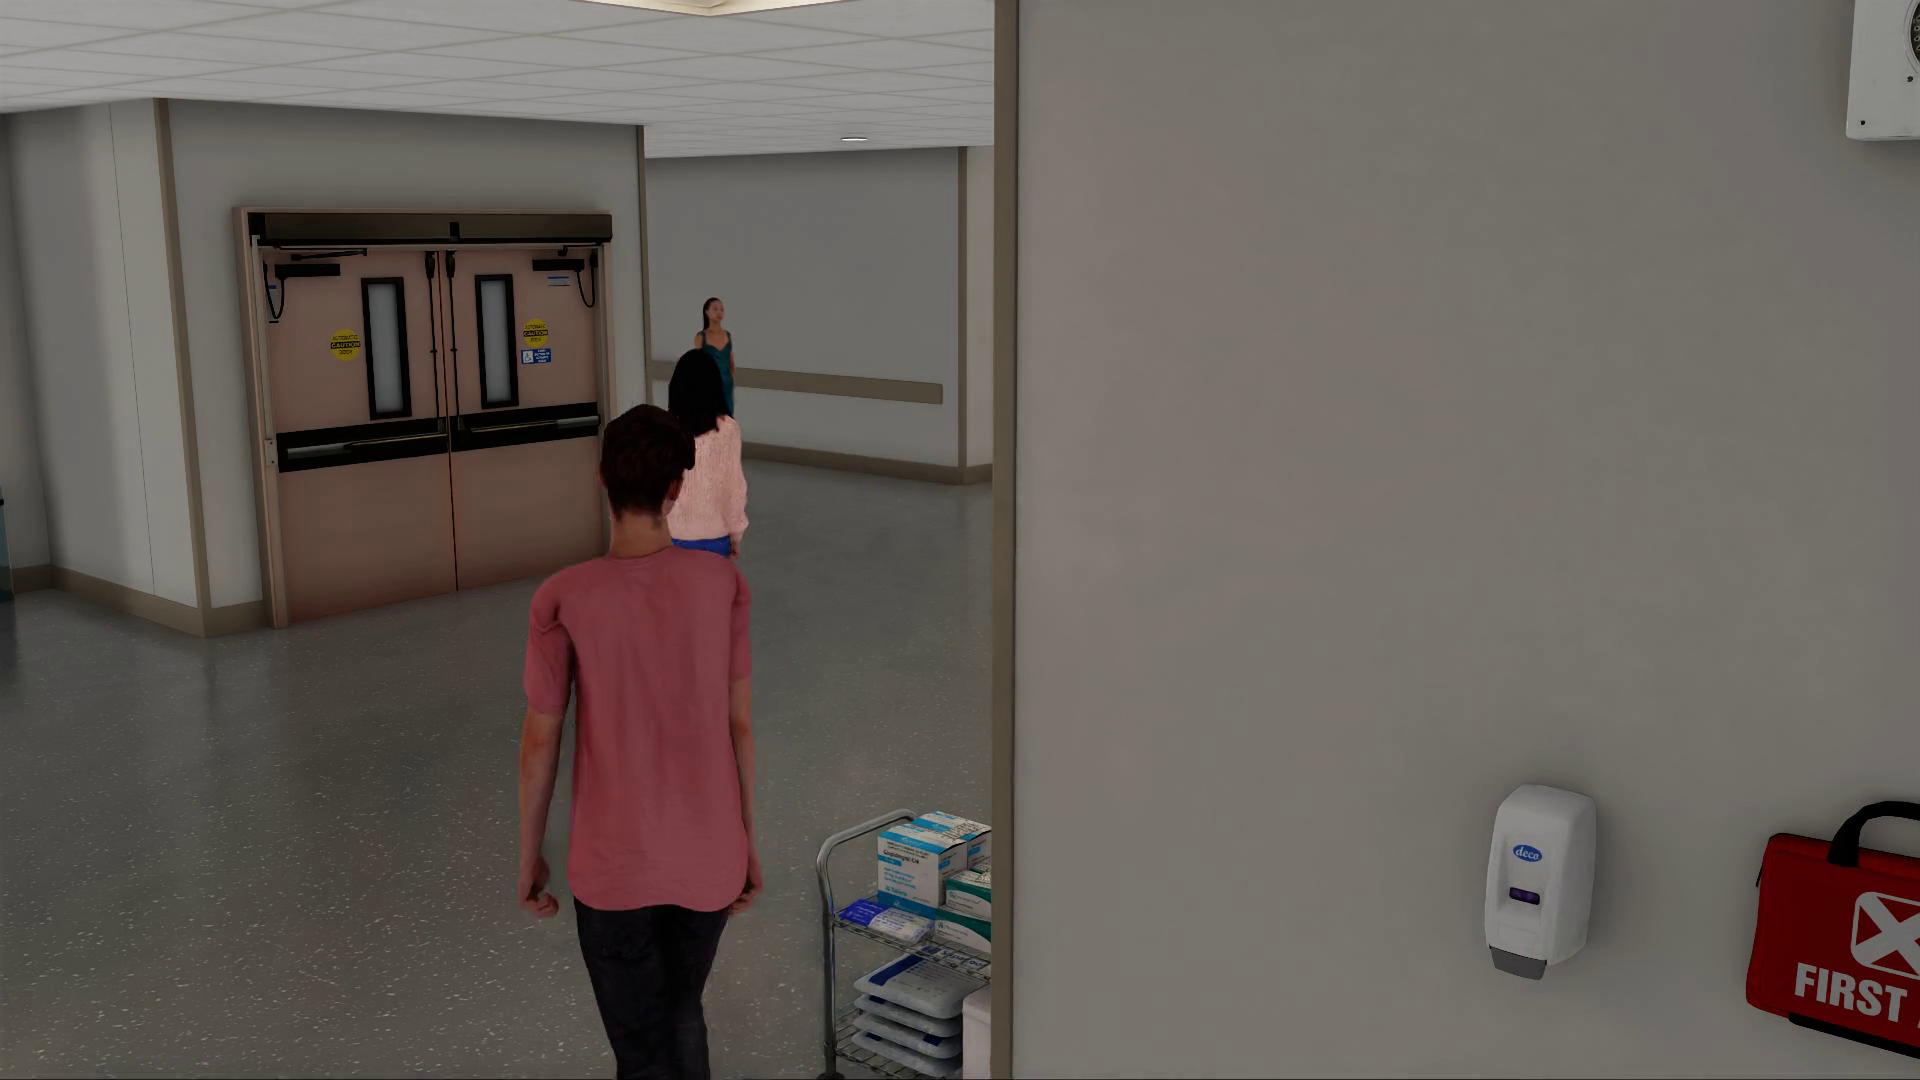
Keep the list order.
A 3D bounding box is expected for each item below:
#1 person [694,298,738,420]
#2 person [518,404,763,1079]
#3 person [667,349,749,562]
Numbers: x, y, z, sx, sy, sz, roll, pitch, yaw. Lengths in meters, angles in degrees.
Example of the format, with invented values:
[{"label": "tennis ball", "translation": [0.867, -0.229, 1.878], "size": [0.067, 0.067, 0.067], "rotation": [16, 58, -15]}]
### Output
[{"label": "person", "translation": [-2.200, -1.296, 14.747], "size": [0.815, 1.677, 0.740], "rotation": [-7, 13, -34]}, {"label": "person", "translation": [-0.606, 0.715, 3.446], "size": [0.785, 1.939, 0.840], "rotation": [-6, 12, -29]}, {"label": "person", "translation": [-1.223, 0.021, 7.593], "size": [0.936, 1.756, 0.992], "rotation": [-1, 11, -6]}]
